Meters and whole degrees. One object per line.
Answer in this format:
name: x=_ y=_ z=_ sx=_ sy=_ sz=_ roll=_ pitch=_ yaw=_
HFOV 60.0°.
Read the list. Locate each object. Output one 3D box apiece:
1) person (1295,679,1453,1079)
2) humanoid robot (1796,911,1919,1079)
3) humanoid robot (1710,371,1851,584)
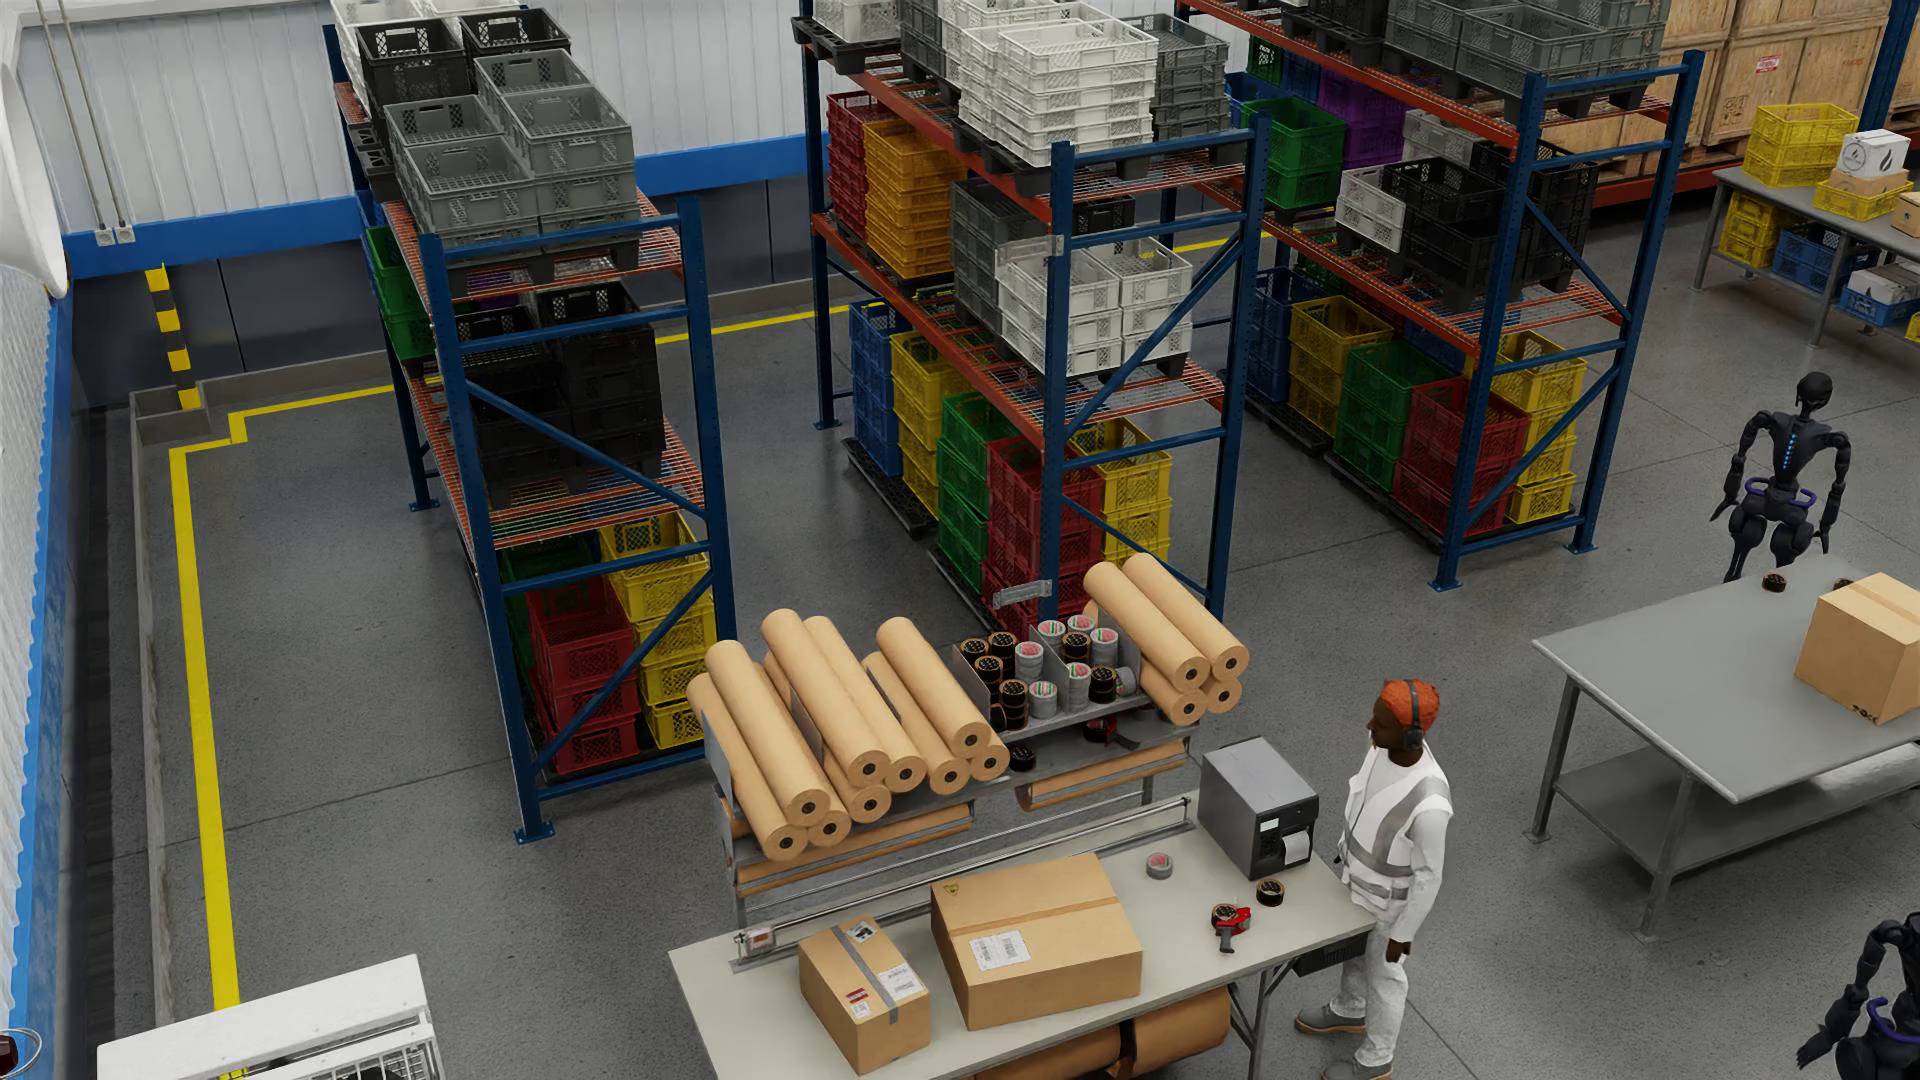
person: x=1.589 y=1.305 z=6.310 sx=0.344 sy=1.882 sz=0.584 roll=-5 pitch=32 yaw=-8
humanoid robot: x=3.275 y=1.748 z=5.774 sx=0.598 sy=1.657 sz=0.324 roll=0 pitch=32 yaw=0
humanoid robot: x=4.329 y=-0.135 z=8.833 sx=0.610 sy=1.657 sz=0.315 roll=21 pitch=38 yaw=31
